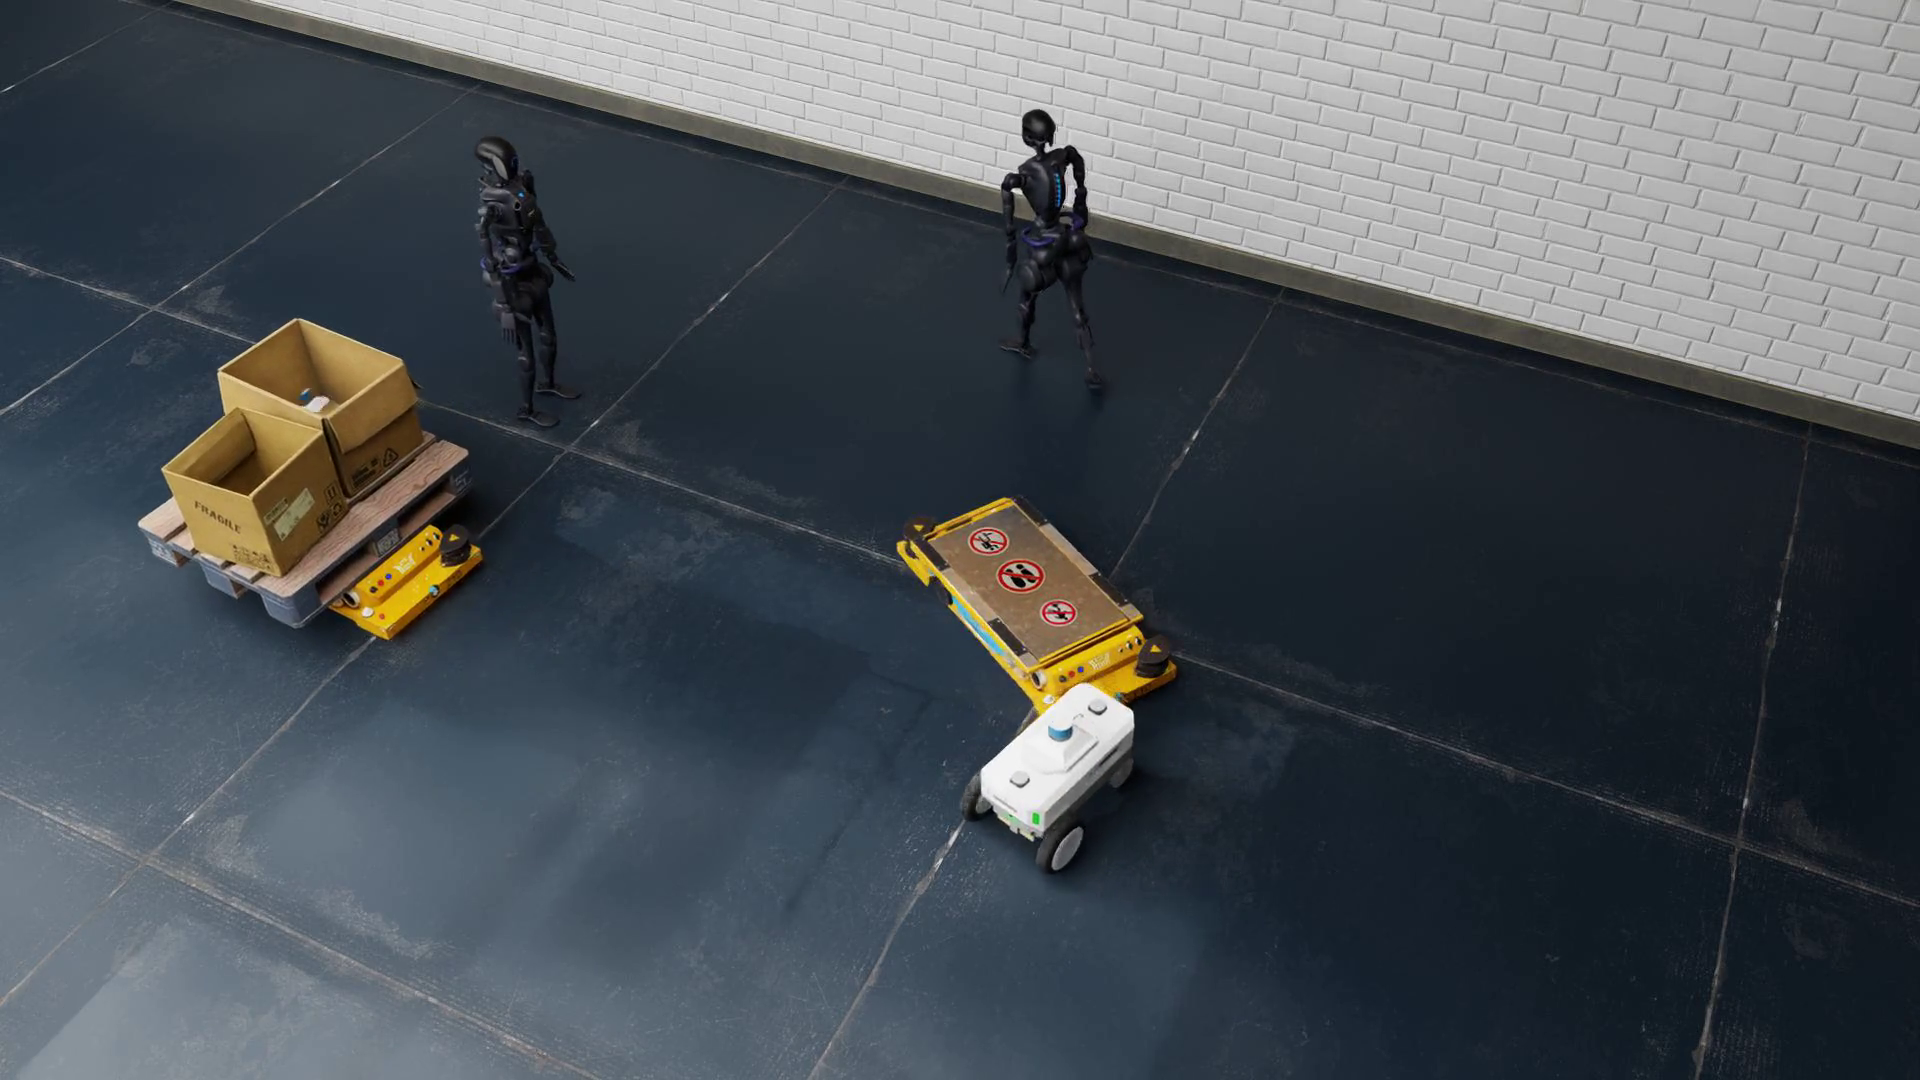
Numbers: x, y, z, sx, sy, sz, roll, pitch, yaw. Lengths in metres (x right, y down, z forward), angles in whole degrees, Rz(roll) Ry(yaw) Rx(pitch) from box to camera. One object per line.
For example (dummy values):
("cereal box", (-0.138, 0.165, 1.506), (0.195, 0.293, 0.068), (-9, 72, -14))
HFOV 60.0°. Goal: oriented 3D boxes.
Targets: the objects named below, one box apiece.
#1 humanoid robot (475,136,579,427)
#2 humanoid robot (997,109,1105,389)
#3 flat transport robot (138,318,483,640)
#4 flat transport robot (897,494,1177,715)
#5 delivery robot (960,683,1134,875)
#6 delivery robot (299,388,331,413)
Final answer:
("humanoid robot", (-2.263, -1.357, 8.679), (0.327, 1.654, 0.601), (12, 44, 13))
("humanoid robot", (0.506, -1.548, 8.929), (0.601, 1.627, 0.771), (-27, 49, -26))
("flat transport robot", (-3.143, -0.019, 8.276), (1.431, 0.231, 0.659), (22, 47, 22))
("flat transport robot", (0.340, 0.293, 7.939), (0.659, 0.231, 1.431), (-24, 48, -23))
("delivery robot", (0.407, 0.954, 6.998), (0.499, 0.571, 0.756), (31, 51, 29))
("delivery robot", (-3.347, -0.560, 8.655), (0.499, 0.603, 0.794), (16, 45, 17))
